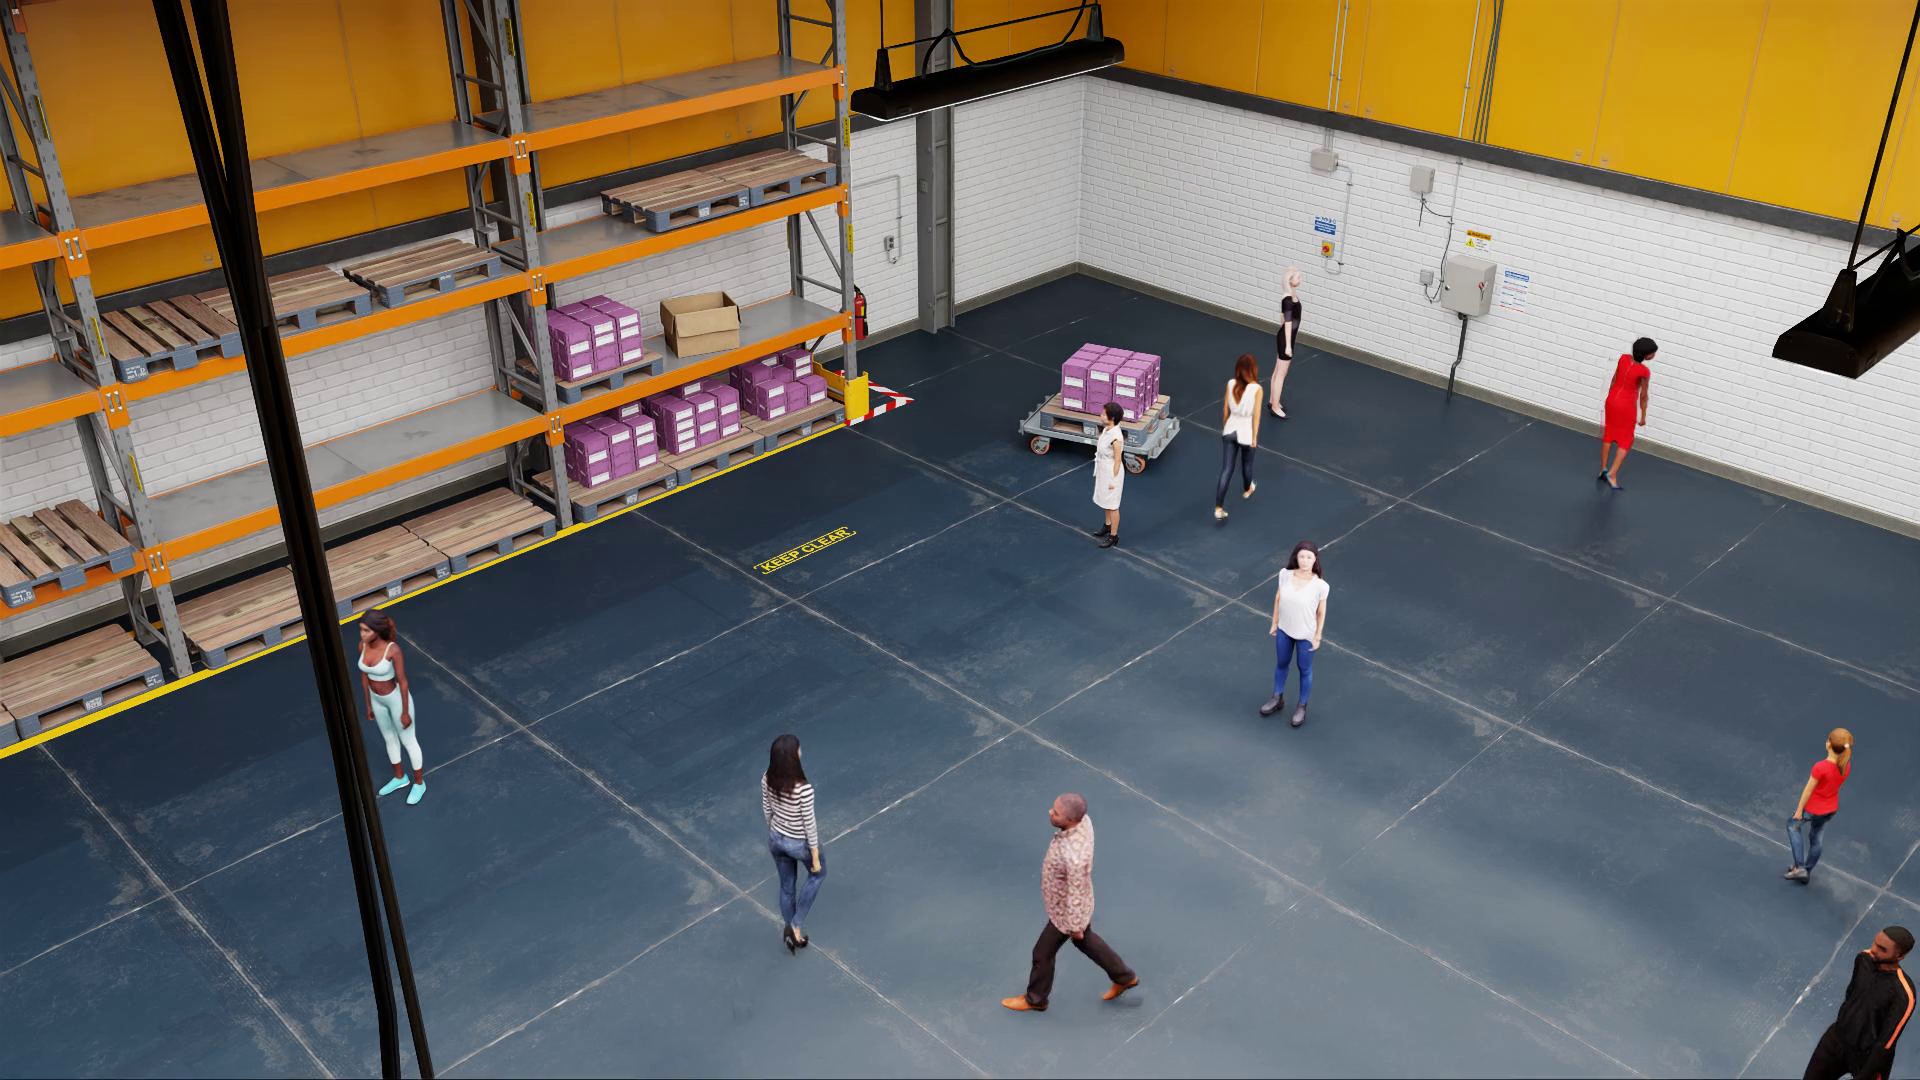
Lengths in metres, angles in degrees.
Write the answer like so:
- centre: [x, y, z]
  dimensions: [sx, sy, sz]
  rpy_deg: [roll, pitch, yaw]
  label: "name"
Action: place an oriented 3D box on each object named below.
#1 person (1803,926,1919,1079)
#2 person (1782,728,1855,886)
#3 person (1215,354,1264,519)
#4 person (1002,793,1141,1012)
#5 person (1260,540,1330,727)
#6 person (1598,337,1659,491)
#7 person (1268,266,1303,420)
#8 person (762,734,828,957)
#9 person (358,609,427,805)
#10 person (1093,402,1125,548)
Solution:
- centre: [5.374, 2.997, 9.762]
  dimensions: [1.243, 1.761, 1.013]
  rpy_deg: [-8, 29, -13]
  label: "person"
- centre: [6.301, 1.989, 12.099]
  dimensions: [0.590, 1.291, 0.655]
  rpy_deg: [-7, 29, -12]
  label: "person"
- centre: [2.845, -1.025, 17.159]
  dimensions: [0.794, 1.738, 1.224]
  rpy_deg: [16, 33, 27]
  label: "person"
- centre: [0.802, 2.373, 10.868]
  dimensions: [1.148, 1.796, 1.184]
  rpy_deg: [5, 29, 9]
  label: "person"
- centre: [2.823, 0.774, 13.918]
  dimensions: [0.630, 1.683, 0.559]
  rpy_deg: [20, 34, 32]
  label: "person"
- centre: [7.085, -1.407, 17.878]
  dimensions: [0.711, 1.719, 0.650]
  rpy_deg: [23, 36, 36]
  label: "person"
- centre: [3.810, -2.324, 19.445]
  dimensions: [0.714, 1.829, 0.626]
  rpy_deg: [4, 29, 6]
  label: "person"
- centre: [-1.188, 2.140, 11.308]
  dimensions: [0.687, 1.785, 0.692]
  rpy_deg: [16, 32, 27]
  label: "person"
- centre: [-4.429, 1.275, 12.957]
  dimensions: [0.634, 1.724, 0.635]
  rpy_deg: [12, 31, 21]
  label: "person"
- centre: [1.509, -0.671, 16.700]
  dimensions: [0.686, 1.555, 0.646]
  rpy_deg: [-4, 29, -6]
  label: "person"
